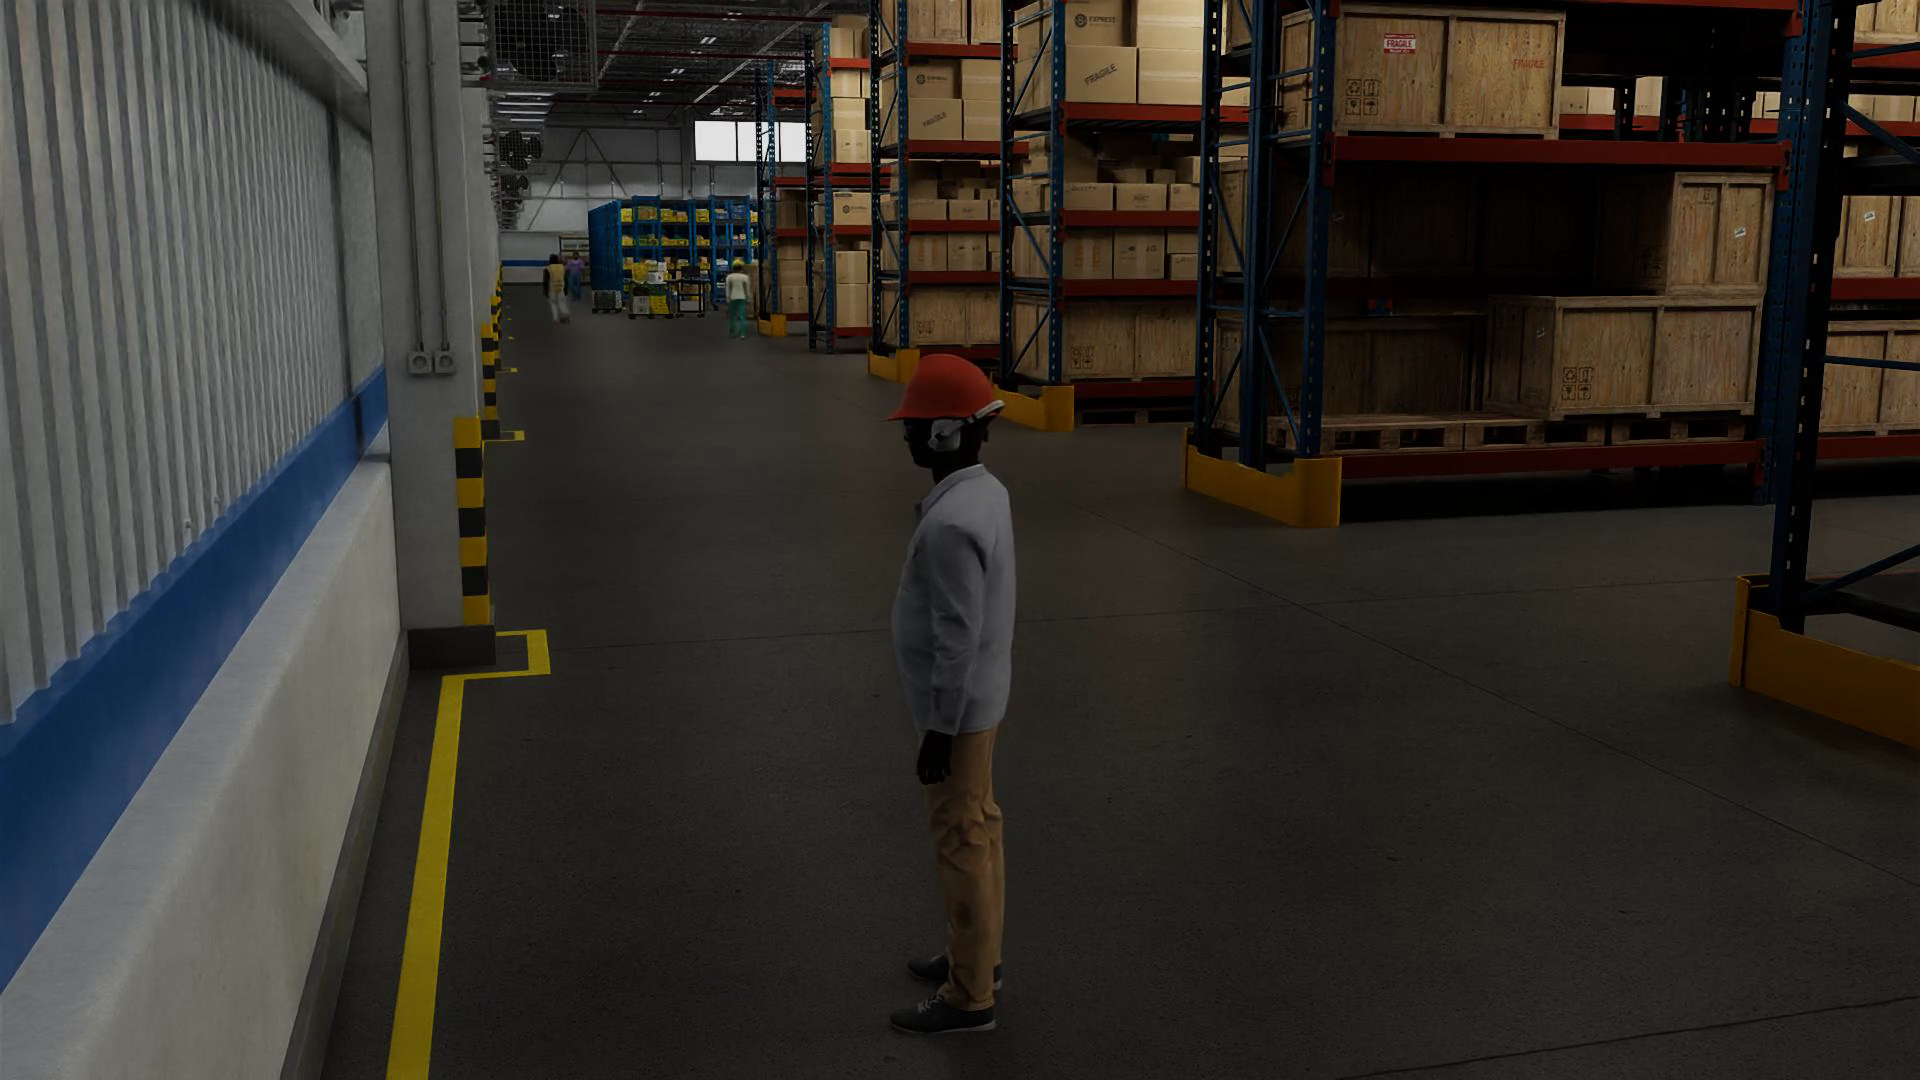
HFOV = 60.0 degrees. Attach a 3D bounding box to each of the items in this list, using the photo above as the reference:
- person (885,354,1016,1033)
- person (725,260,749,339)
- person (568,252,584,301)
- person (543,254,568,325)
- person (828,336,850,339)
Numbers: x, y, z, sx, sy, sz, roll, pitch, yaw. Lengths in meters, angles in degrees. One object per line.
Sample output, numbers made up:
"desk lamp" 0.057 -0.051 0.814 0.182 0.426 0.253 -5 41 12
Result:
"person" -0.029 0.396 4.317 0.331 1.750 0.573 1 10 8
"person" -4.889 -5.257 36.443 0.528 1.716 0.946 -3 11 -17
"person" -14.240 -9.755 61.617 0.603 1.815 0.790 -1 10 -3
"person" -10.406 -6.419 42.696 0.655 1.825 0.465 -9 14 -42
"person" -2.705 -5.379 36.538 0.649 1.919 0.570 -1 10 -7
